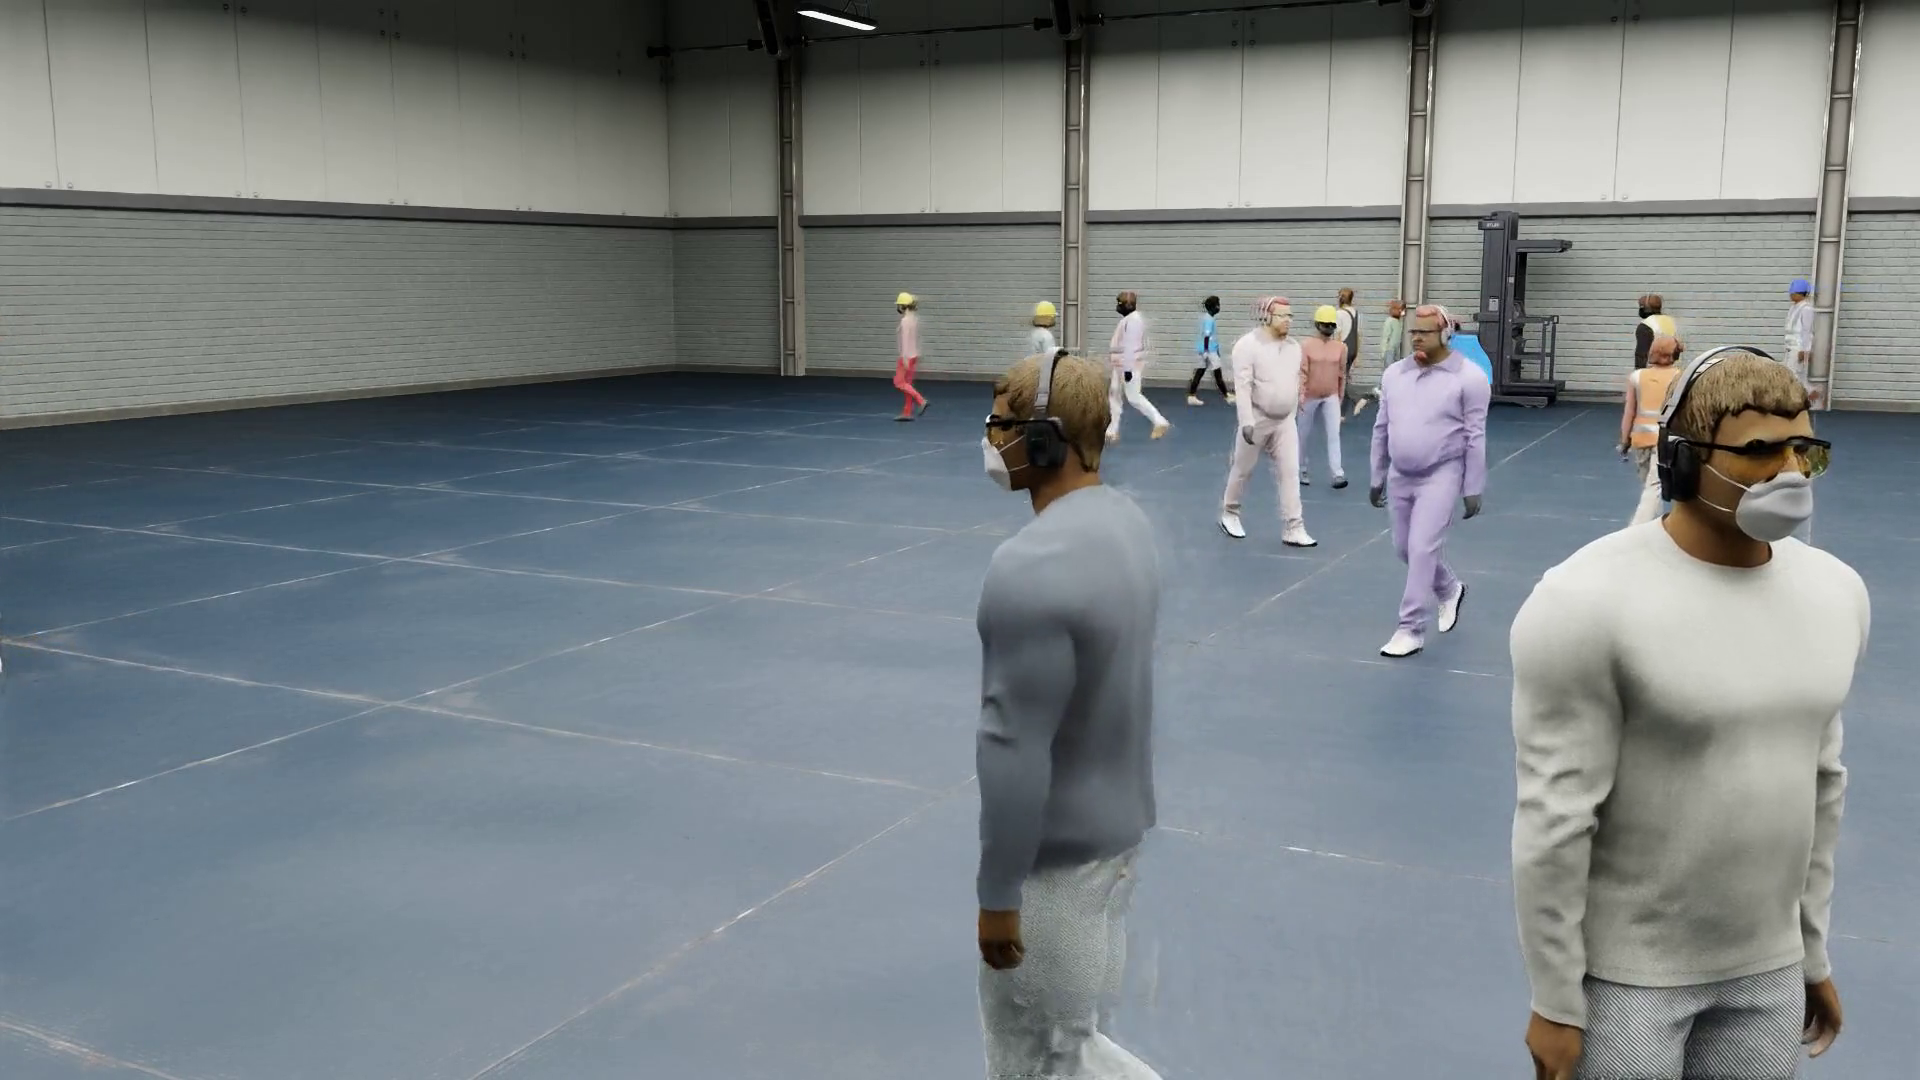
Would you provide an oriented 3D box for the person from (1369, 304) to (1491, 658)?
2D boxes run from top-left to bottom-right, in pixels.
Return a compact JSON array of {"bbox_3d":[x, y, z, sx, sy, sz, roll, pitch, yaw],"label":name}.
[{"bbox_3d":[2.559,-0.345,9.065,0.855,1.875,0.648,-8,12,-41],"label":"person"}]

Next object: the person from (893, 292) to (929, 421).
[{"bbox_3d":[-0.683,-2.489,22.652,0.459,1.753,0.531,2,10,14],"label":"person"}]

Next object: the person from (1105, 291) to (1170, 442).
[{"bbox_3d":[2.082,-2.075,19.945,0.857,1.816,0.632,-1,9,-4],"label":"person"}]

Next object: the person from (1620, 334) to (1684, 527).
[{"bbox_3d":[5.059,-0.698,12.085,0.849,1.598,0.530,-8,12,-41],"label":"person"}]

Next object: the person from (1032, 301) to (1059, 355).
[{"bbox_3d":[0.857,-1.762,18.272,0.741,1.716,0.487,-1,9,-8],"label":"person"}]

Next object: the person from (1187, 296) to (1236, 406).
[{"bbox_3d":[3.855,-2.850,25.163,0.856,1.646,0.556,1,9,6],"label":"person"}]

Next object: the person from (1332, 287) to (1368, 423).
[{"bbox_3d":[5.228,-2.484,22.371,0.520,1.833,0.590,-9,13,-44],"label":"person"}]

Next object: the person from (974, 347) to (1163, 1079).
[{"bbox_3d":[0.267,0.584,3.229,0.845,1.915,0.639,4,10,21],"label":"person"}]

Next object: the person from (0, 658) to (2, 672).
[{"bbox_3d":[-5.100,-0.226,8.335,0.325,1.871,0.524,5,11,30],"label":"person"}]

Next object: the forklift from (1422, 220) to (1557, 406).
[{"bbox_3d":[8.245,-3.527,25.720,1.873,2.768,1.129,5,10,27],"label":"forklift"}]

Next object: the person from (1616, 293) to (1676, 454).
[{"bbox_3d":[7.767,-1.831,18.460,0.649,1.808,0.860,-8,12,-41],"label":"person"}]

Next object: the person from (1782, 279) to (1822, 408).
[{"bbox_3d":[11.941,-2.737,23.632,0.593,1.931,0.624,2,9,11],"label":"person"}]

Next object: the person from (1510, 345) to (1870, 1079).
[{"bbox_3d":[1.132,0.669,2.605,0.629,1.940,0.379,-3,10,-20],"label":"person"}]

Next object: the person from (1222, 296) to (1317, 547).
[{"bbox_3d":[2.318,-0.905,12.596,0.642,1.862,0.994,-4,10,-23],"label":"person"}]

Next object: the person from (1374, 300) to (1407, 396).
[{"bbox_3d":[6.626,-2.893,25.584,0.466,1.603,0.525,8,12,40],"label":"person"}]

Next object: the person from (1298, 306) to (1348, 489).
[{"bbox_3d":[3.423,-1.350,15.741,0.524,1.720,0.911,-1,9,-5],"label":"person"}]
